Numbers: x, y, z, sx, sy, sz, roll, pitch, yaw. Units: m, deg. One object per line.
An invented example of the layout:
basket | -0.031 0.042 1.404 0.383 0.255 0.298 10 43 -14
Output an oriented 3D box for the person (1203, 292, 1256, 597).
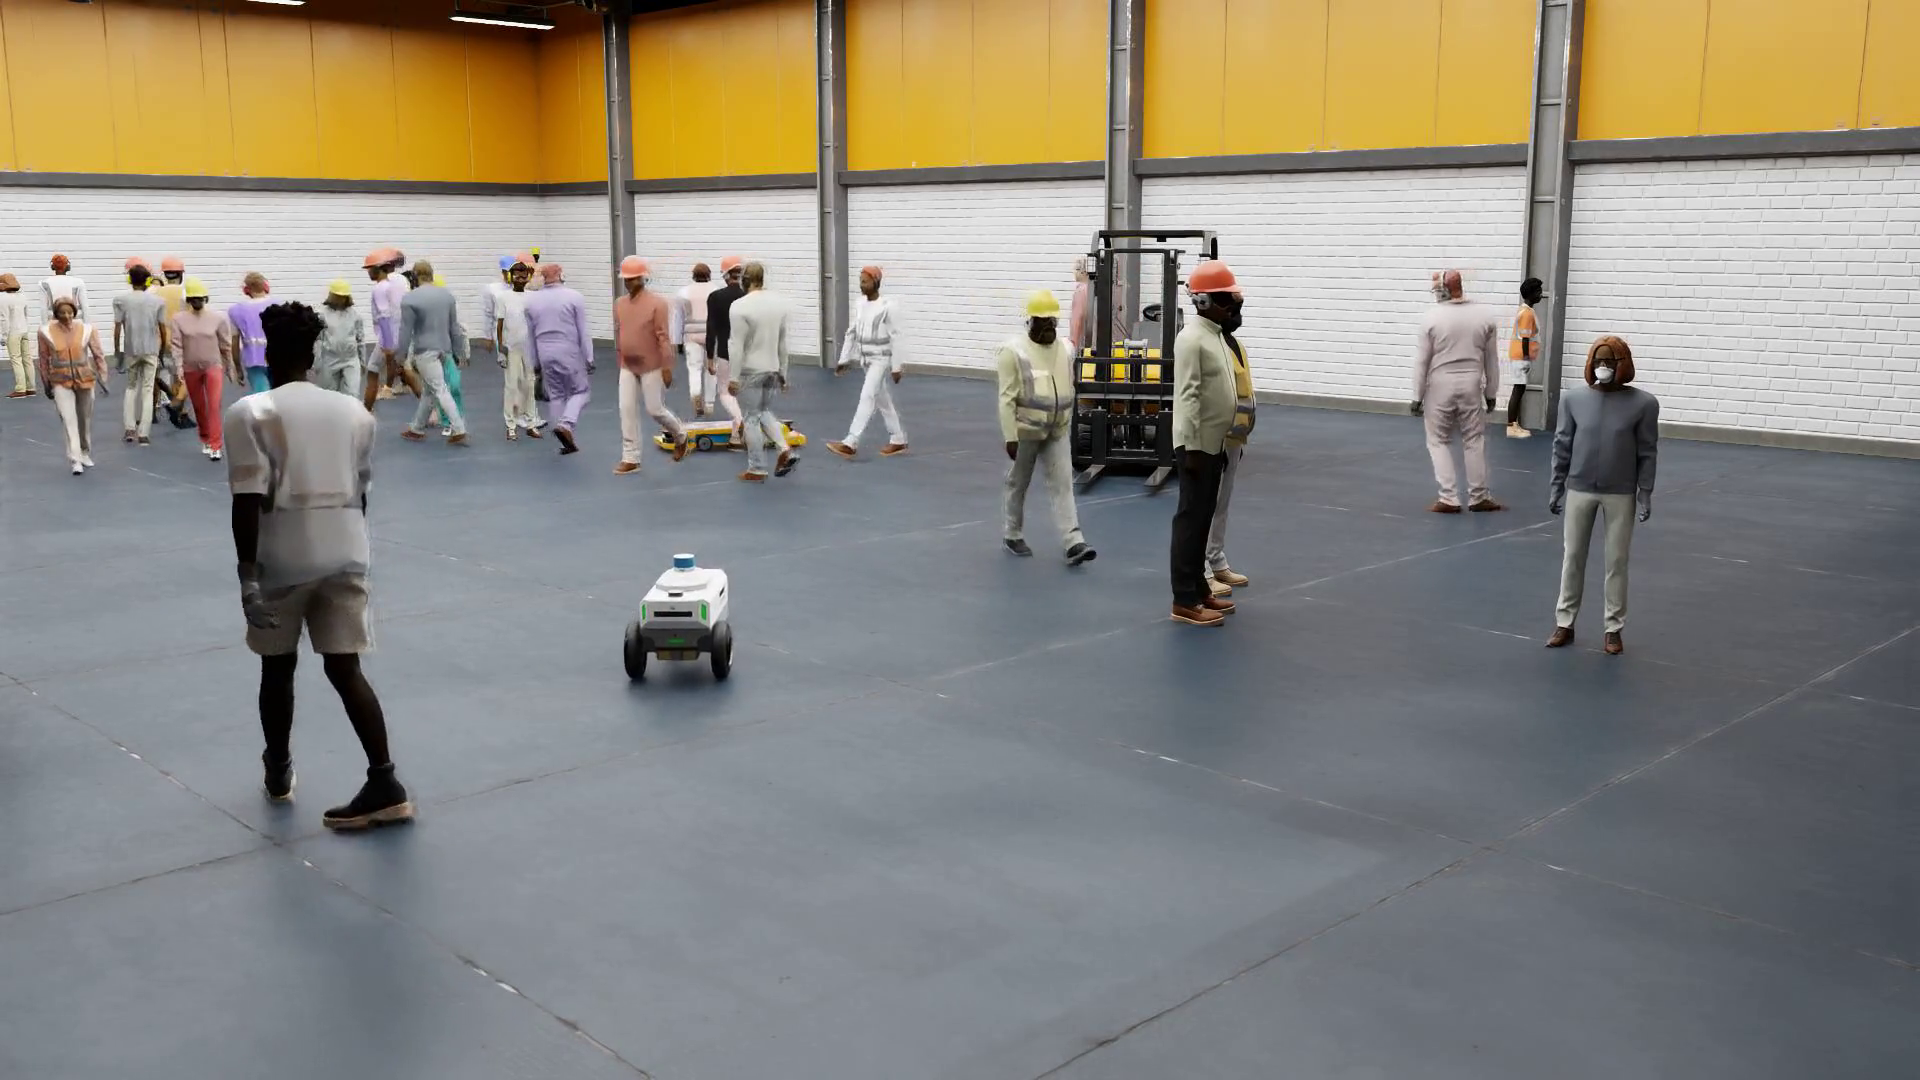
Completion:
person | 1.549 -0.598 9.954 0.429 1.842 0.625 6 12 28

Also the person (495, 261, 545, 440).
person | -4.591 -1.979 17.423 0.520 1.865 0.328 -8 13 -36

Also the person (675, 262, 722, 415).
person | -3.050 -2.377 19.719 0.631 1.821 0.770 -2 11 -9

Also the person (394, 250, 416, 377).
person | -8.274 -3.348 24.748 0.690 1.917 0.634 7 13 35

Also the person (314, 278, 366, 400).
person | -6.407 -1.857 17.189 0.513 1.696 0.830 -5 11 -25

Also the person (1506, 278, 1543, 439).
person | 5.952 -1.913 17.552 0.320 1.690 0.532 3 11 17

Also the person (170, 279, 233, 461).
person | -7.278 -1.644 15.990 0.524 1.722 0.907 -3 11 -17

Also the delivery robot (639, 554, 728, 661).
delivery robot | -1.359 0.312 8.222 0.477 0.478 0.707 1 11 0

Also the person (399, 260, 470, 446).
person | -5.396 -1.896 16.937 1.011 1.888 0.646 6 12 29

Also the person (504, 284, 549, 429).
person | -4.691 -2.002 18.250 0.833 1.593 0.537 9 14 40

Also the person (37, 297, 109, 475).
person | -8.028 -1.410 15.070 0.521 1.588 0.896 -6 12 -31

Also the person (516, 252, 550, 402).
person | -5.419 -2.671 21.038 0.704 1.912 0.582 2 11 13

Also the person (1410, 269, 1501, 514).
person | 3.844 -1.133 12.812 0.794 1.881 0.411 -1 10 -6

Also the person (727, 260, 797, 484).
person | -1.730 -1.427 14.242 0.475 1.923 0.644 7 12 32

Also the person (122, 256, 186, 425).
person | -9.185 -2.279 18.948 0.578 1.909 0.754 4 11 19

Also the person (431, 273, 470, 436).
person | -5.483 -1.950 17.627 0.534 1.738 0.519 -2 11 -8

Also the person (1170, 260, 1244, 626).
person | 1.358 -0.538 9.202 0.379 1.996 0.611 4 11 22

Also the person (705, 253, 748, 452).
person | -2.144 -1.795 16.167 0.626 1.962 0.737 -5 12 -27

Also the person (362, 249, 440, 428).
person | -6.279 -2.199 18.328 1.068 1.982 0.616 1 10 5

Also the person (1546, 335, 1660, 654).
person | 3.284 -0.232 8.517 0.504 1.632 0.269 6 12 30

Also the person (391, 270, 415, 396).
person | -7.306 -2.723 22.015 0.764 1.664 0.539 -3 11 -17

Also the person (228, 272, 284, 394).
person | -6.529 -1.623 15.706 0.627 1.778 0.974 -4 11 -23

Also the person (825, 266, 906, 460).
person | -0.890 -1.685 15.896 0.993 1.824 0.574 -8 13 -36

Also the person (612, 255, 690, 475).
person | -2.821 -1.589 15.045 0.620 1.963 0.825 6 12 28

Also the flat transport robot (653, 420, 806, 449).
flat transport robot | -2.333 -1.072 16.821 1.431 0.197 0.652 -4 11 -19

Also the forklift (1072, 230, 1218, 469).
forklift | 1.804 -1.825 15.677 1.214 2.155 2.313 2 11 13

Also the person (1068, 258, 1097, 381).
person | 1.571 -2.509 20.346 1.023 1.858 0.659 4 11 20

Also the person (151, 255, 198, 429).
person | -8.550 -2.137 18.139 0.566 1.919 0.664 1 10 3

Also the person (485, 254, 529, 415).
person | -5.392 -2.468 19.960 0.613 1.916 0.937 -7 13 -34

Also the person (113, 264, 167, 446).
person | -8.356 -1.889 17.020 0.497 1.834 0.652 -4 11 -19

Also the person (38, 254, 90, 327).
person | -11.786 -2.817 21.936 0.574 1.883 0.356 -5 11 -23

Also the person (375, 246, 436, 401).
person | -7.123 -2.753 21.315 1.031 2.004 0.616 1 10 7

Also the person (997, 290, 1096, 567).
person | 0.538 -0.722 10.790 0.623 1.777 0.935 -5 12 -27

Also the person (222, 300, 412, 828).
person | -2.368 0.088 6.080 0.845 1.906 0.618 10 14 43

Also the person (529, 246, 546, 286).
person | -7.997 -4.584 31.446 0.584 1.928 0.372 -5 12 -26

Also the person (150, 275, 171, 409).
person | -9.952 -2.454 20.628 0.310 1.636 0.523 4 11 21

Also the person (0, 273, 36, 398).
person | -12.443 -2.685 21.895 0.285 1.634 0.499 1 10 7

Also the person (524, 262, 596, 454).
person | -3.889 -1.752 16.154 0.696 1.873 0.505 3 11 14
